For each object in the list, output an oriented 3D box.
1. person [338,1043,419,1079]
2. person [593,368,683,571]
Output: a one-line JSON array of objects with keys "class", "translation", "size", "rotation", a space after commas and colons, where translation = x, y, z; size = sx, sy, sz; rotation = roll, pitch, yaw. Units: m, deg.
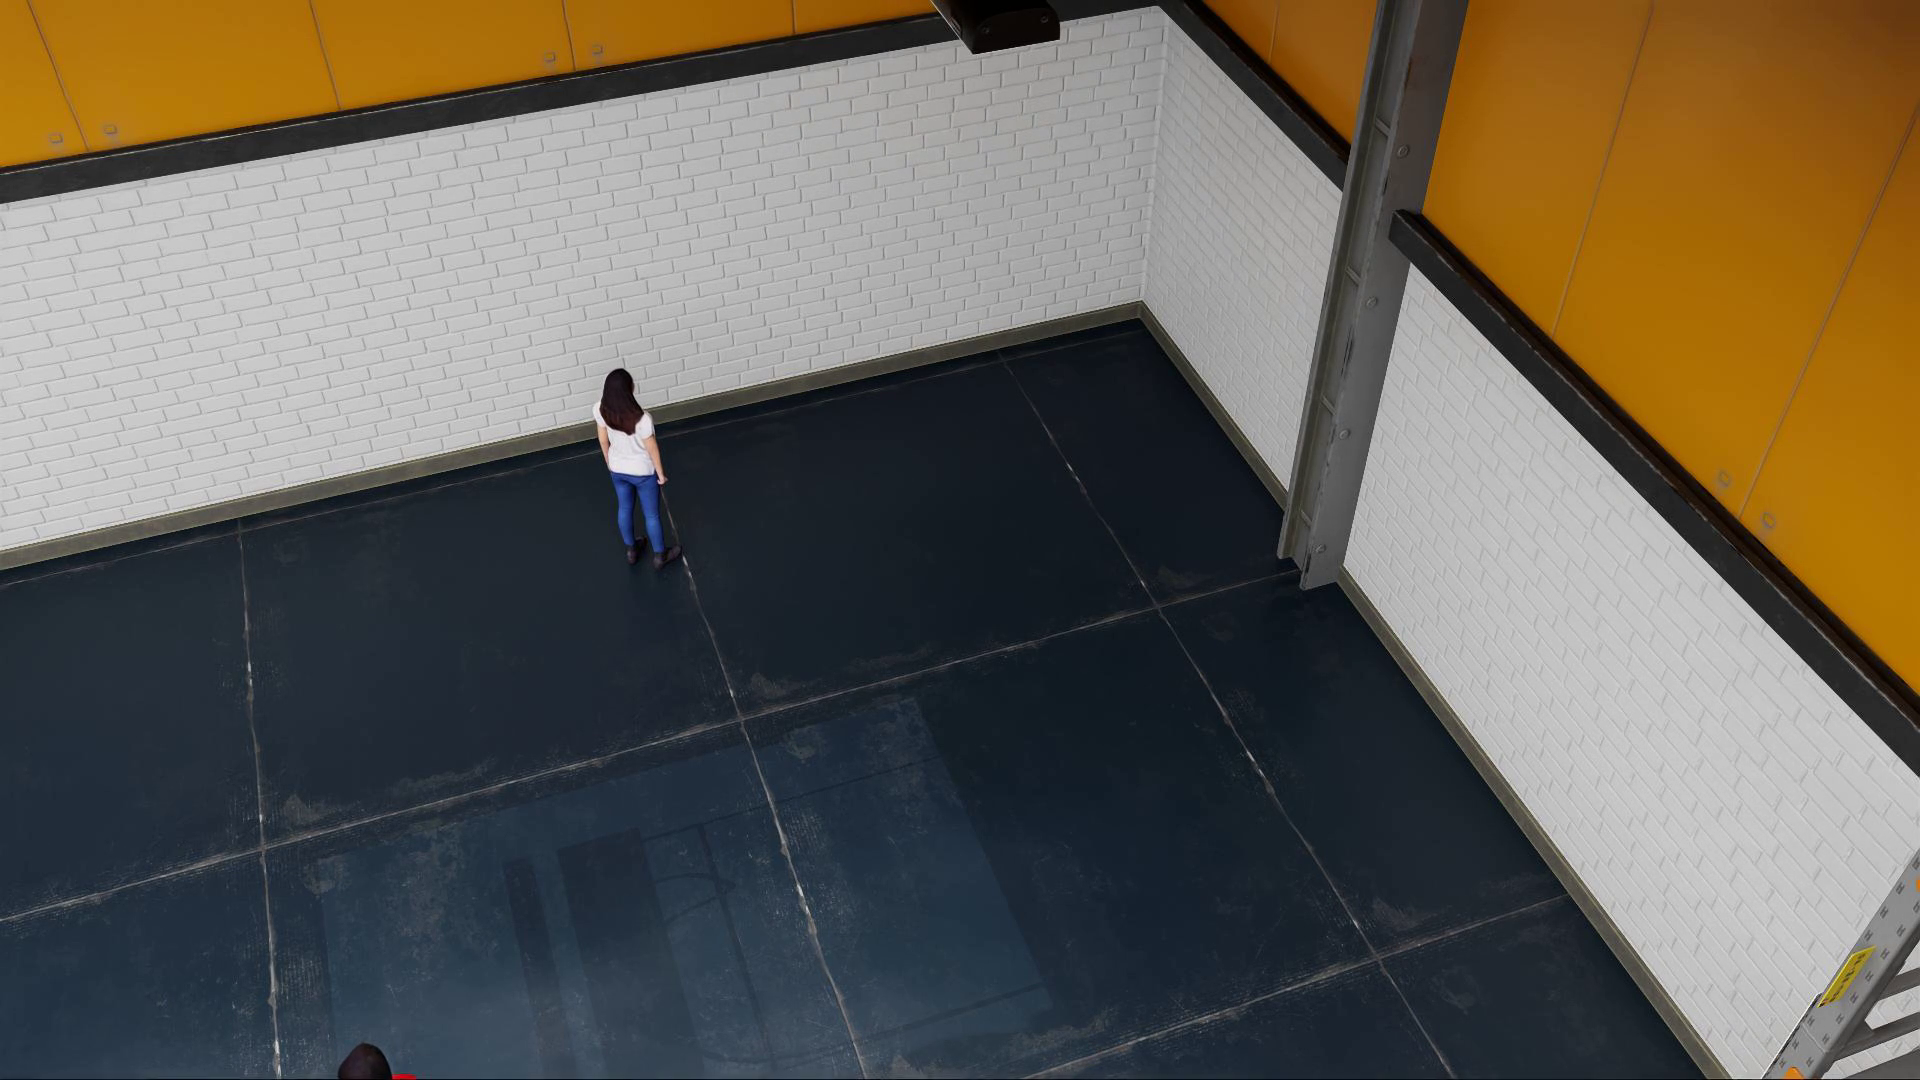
[{"class": "person", "translation": [-2.602, 2.881, 7.834], "size": [0.588, 1.743, 0.527], "rotation": [-9, 44, -10]}, {"class": "person", "translation": [-2.237, -0.473, 11.397], "size": [0.681, 1.684, 0.728], "rotation": [15, 46, 15]}]
